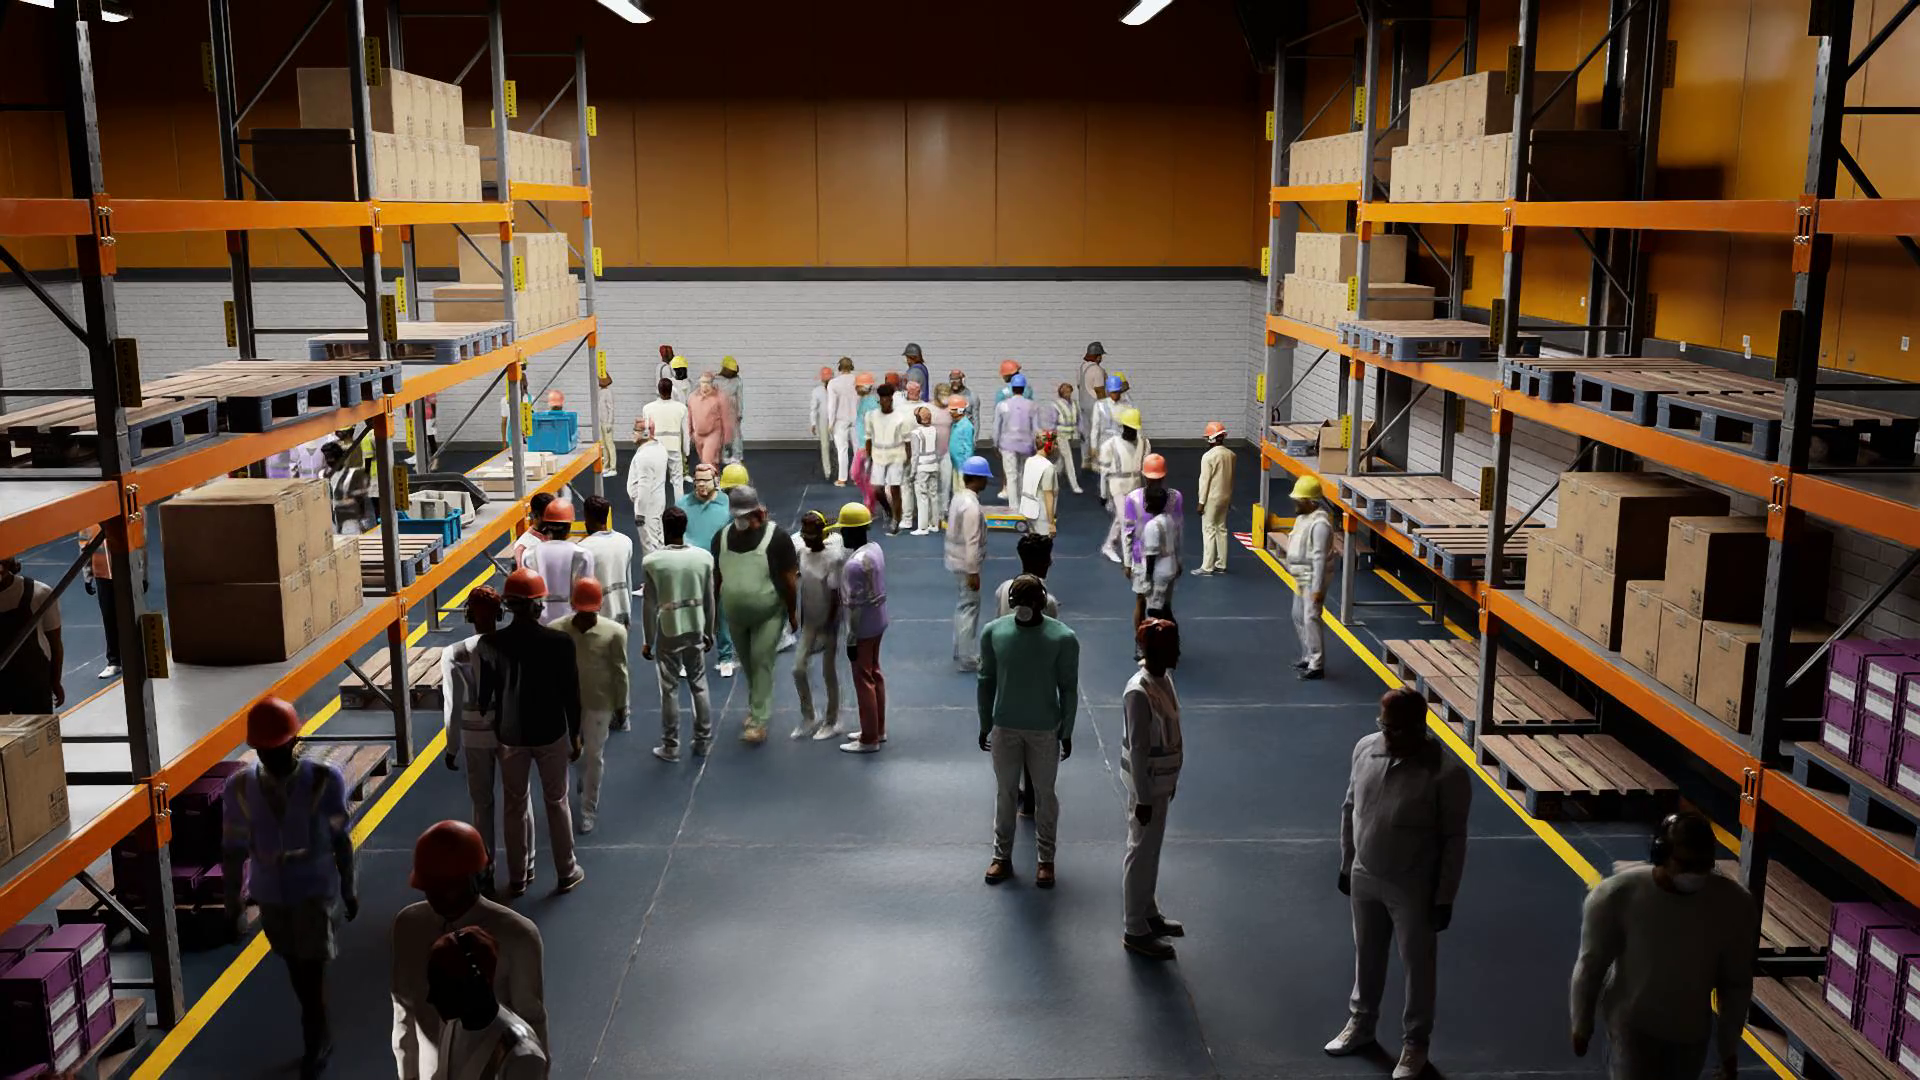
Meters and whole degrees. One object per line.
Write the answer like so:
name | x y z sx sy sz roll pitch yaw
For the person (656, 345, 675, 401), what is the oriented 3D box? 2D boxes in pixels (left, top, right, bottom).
person | -4.819 -2.268 27.402 0.350 1.882 0.583 -5 12 -25

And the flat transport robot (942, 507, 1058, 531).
flat transport robot | 0.523 -0.287 21.527 1.431 0.197 0.652 2 11 10

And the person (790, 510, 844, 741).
person | -1.101 0.666 12.793 0.526 1.841 0.559 7 13 33

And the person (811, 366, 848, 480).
person | -1.961 -1.755 25.195 0.599 1.734 0.485 0 11 -1

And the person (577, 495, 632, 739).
person | -2.771 0.596 12.987 0.399 1.909 0.600 6 13 28

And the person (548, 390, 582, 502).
person | -5.275 -1.109 21.950 0.596 1.732 0.562 -4 12 -19

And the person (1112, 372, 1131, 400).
person | 2.340 -1.603 24.456 0.324 1.732 0.490 -4 12 -18

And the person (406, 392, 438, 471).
person | -8.457 -1.914 26.133 0.531 1.687 0.325 1 11 5

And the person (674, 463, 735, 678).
person | -2.224 0.269 14.619 0.636 1.911 0.404 0 11 1

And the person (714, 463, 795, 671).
person | -1.873 0.203 15.056 0.901 1.884 0.599 -7 13 -32

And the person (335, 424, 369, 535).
person | -7.005 -0.551 19.107 0.341 1.760 0.525 0 11 0

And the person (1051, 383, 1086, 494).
person | 1.528 -1.503 24.255 0.794 1.600 0.524 11 16 44

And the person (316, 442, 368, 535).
person | -6.549 -0.208 17.568 0.546 1.677 0.417 2 11 11

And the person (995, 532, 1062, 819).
person | 0.467 0.909 11.297 0.378 1.958 0.610 -7 14 -33

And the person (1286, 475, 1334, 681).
person | 3.053 0.325 14.561 0.413 1.819 0.617 -1 11 -5

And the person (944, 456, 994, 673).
person | 0.088 0.216 14.816 0.448 1.933 0.659 -2 11 -10

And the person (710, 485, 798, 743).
person | -1.668 0.544 12.904 0.700 2.000 0.928 4 12 19

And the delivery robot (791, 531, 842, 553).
delivery robot | -1.703 0.055 18.859 0.707 0.478 0.477 -5 12 -24

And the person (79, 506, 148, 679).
person | -7.401 0.278 14.563 0.581 1.919 0.393 0 11 -2

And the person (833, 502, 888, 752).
person | -0.757 0.660 12.643 0.395 1.919 0.582 3 12 15

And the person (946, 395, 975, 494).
person | -0.010 -0.984 21.320 0.366 1.741 0.583 -4 12 -19

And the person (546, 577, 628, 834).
person | -2.505 1.054 11.158 0.602 1.712 0.655 0 11 0

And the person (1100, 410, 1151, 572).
person | 1.886 -0.587 19.052 0.604 1.866 1.022 -5 12 -25

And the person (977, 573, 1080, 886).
person | 0.406 1.147 10.140 0.630 1.940 0.372 3 12 13

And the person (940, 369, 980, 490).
person | -0.054 -1.419 23.082 0.636 1.911 0.404 2 12 12

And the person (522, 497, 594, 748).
person | -3.054 0.636 12.747 0.548 1.928 0.416 0 11 -2

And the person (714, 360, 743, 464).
person | -3.736 -2.055 26.773 0.503 1.702 0.470 -3 12 -16

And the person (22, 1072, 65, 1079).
person | -2.271 2.330 4.458 0.693 1.864 0.645 -3 12 -16

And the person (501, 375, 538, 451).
person | -6.088 -1.386 23.073 0.516 1.844 0.329 -4 12 -21

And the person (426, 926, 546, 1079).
person | -1.519 2.130 5.372 0.371 1.879 0.586 -10 15 -40

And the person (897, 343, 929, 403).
person | -0.764 -2.057 25.945 0.538 2.000 0.684 2 12 12

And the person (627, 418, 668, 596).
person | -3.344 -0.359 17.770 0.409 1.908 0.651 1 11 6
